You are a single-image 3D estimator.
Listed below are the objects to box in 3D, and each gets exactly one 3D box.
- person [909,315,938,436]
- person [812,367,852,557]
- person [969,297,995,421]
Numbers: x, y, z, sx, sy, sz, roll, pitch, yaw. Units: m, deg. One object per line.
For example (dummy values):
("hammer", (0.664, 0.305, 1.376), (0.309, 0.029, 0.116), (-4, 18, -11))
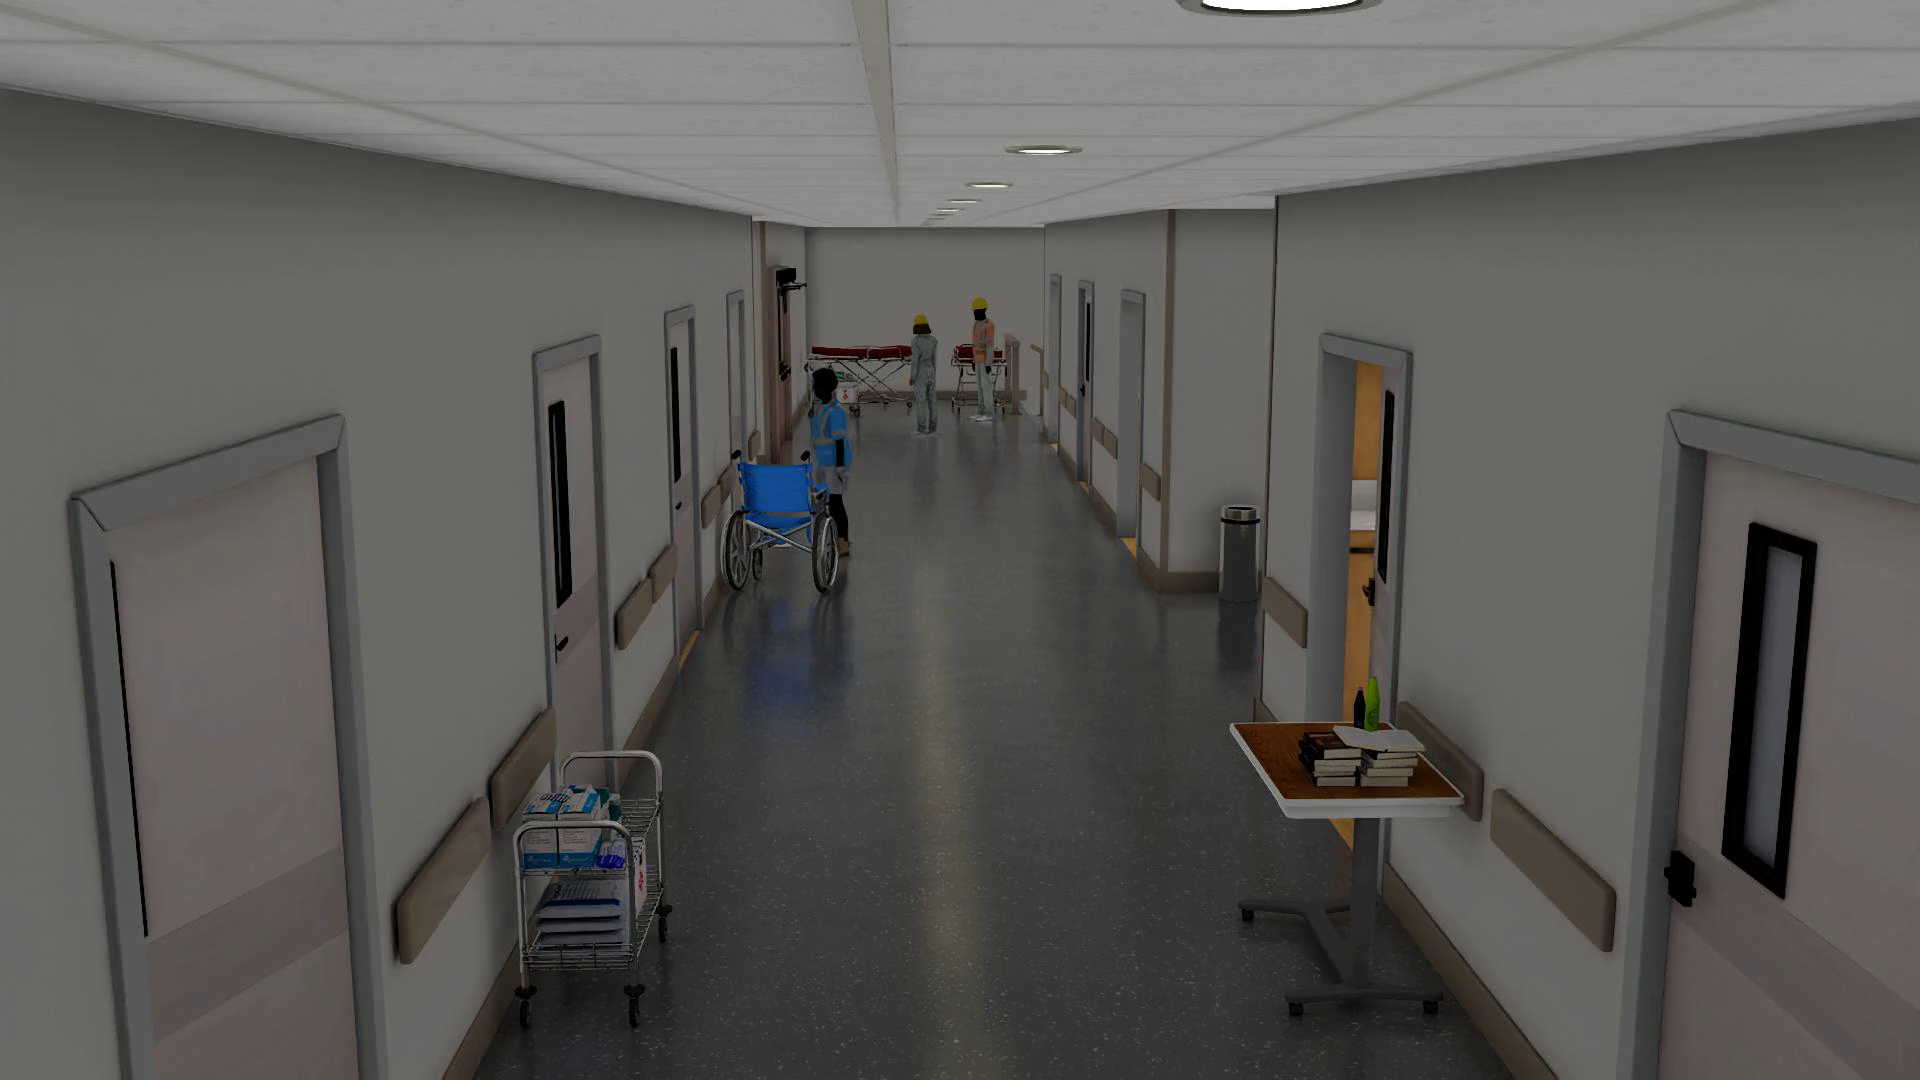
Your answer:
("person", (-0.540, -2.354, 23.821), (0.483, 1.736, 0.311), (-10, 14, -44))
("person", (-1.110, -0.685, 14.657), (0.406, 1.685, 0.572), (-4, 11, -22))
("person", (0.333, -2.798, 25.797), (0.393, 1.918, 0.585), (-4, 11, -22))
